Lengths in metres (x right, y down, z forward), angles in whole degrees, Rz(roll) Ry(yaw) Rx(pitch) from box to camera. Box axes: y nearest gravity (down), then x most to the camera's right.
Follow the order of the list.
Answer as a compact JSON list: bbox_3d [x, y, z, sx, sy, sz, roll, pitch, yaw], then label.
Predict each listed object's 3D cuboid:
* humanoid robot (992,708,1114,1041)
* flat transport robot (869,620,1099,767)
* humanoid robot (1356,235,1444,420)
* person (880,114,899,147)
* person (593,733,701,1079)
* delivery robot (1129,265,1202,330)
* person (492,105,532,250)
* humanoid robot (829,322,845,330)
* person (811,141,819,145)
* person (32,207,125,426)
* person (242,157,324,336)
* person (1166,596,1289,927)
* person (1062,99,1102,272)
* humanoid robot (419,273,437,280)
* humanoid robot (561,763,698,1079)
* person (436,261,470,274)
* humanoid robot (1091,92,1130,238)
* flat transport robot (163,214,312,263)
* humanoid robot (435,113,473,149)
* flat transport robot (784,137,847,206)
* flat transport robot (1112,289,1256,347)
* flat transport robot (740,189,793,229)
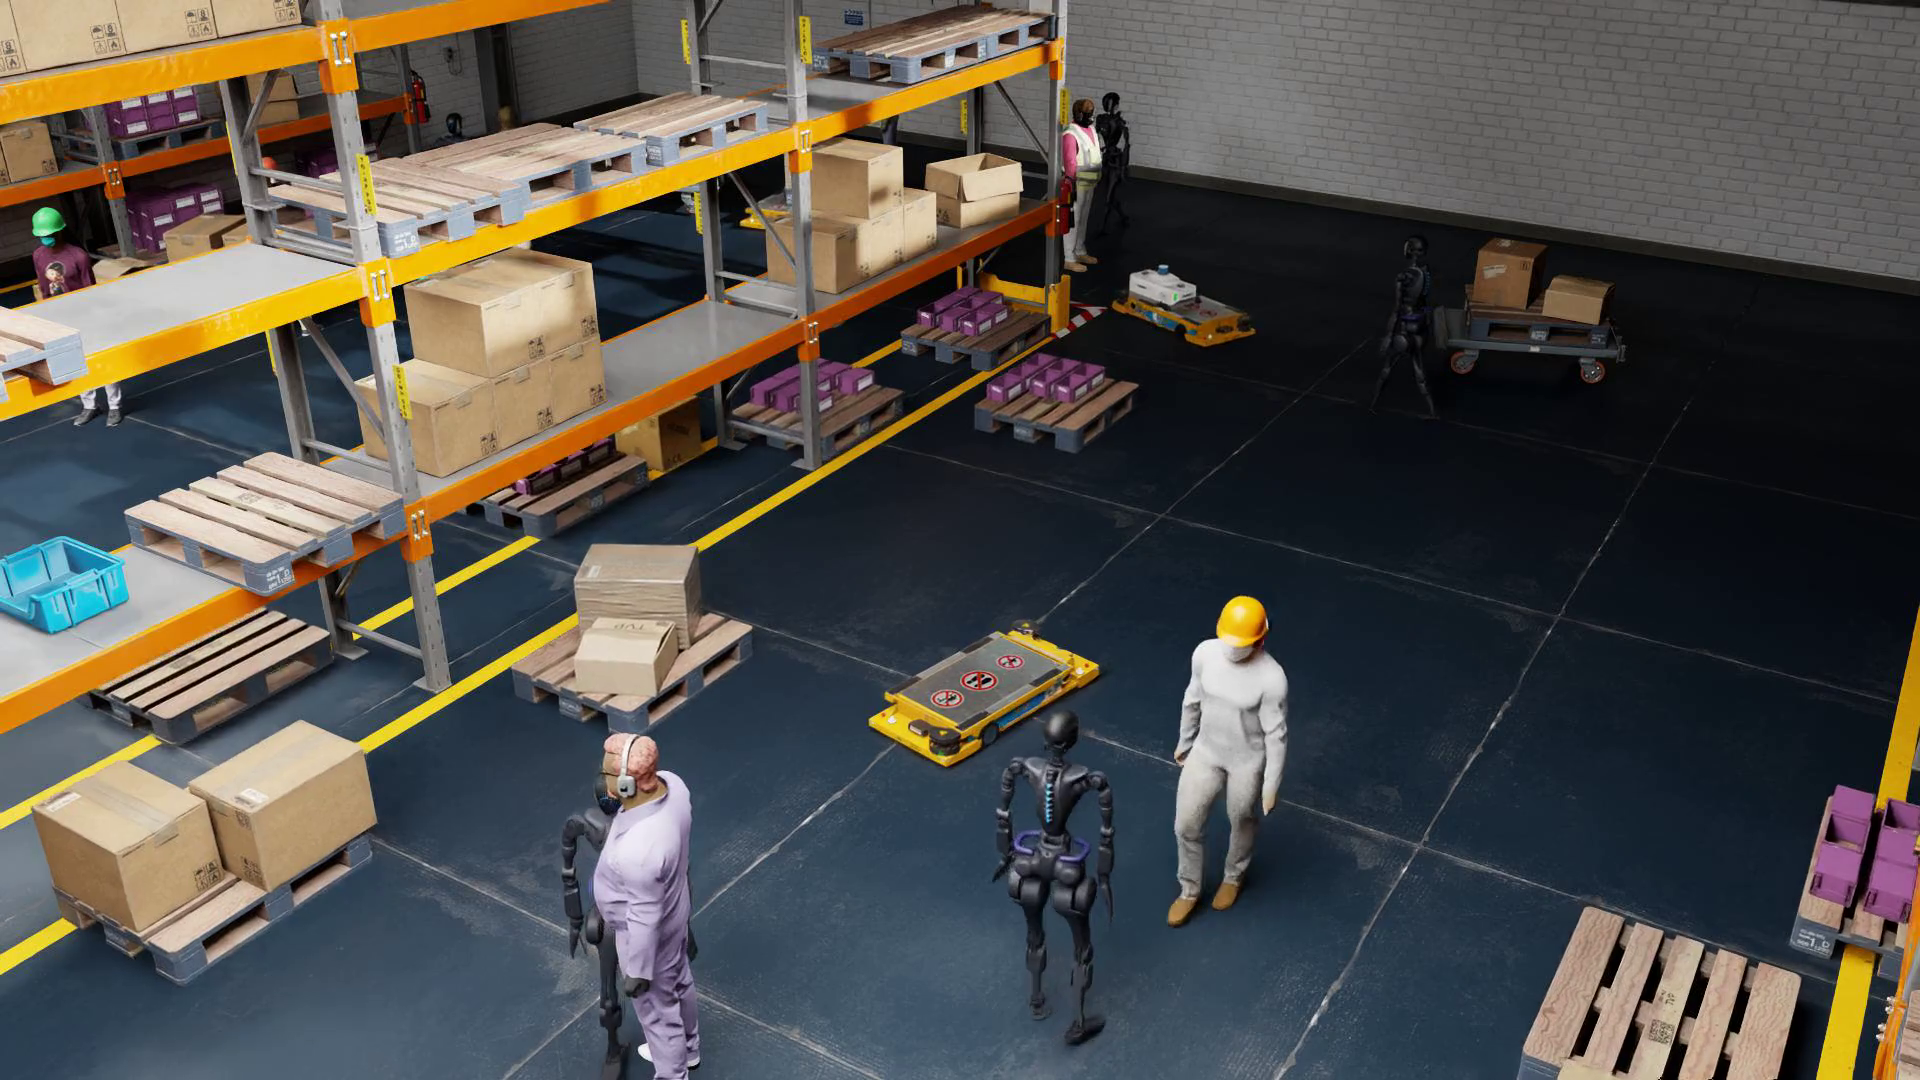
[{"bbox_3d":[0.415,1.529,7.645,0.598,1.641,0.391,8,28,16],"label":"humanoid robot"},{"bbox_3d":[0.169,0.934,10.357,0.659,0.231,1.431,23,35,38],"label":"flat transport robot"},{"bbox_3d":[3.855,-1.809,14.254,0.768,1.630,0.595,23,35,37],"label":"humanoid robot"},{"bbox_3d":[-0.917,-5.335,21.200,0.271,1.632,0.508,5,27,11],"label":"person"},{"bbox_3d":[-1.343,1.651,7.136,0.412,1.906,0.651,1,27,2],"label":"person"},{"bbox_3d":[2.048,-2.452,16.735,0.499,0.614,0.815,-19,33,-33],"label":"delivery robot"},{"bbox_3d":[-4.673,-3.617,17.532,0.647,1.897,0.996,1,27,3],"label":"person"},{"bbox_3d":[-1.087,-3.044,16.601,0.543,1.785,0.918,16,31,28],"label":"humanoid robot"},{"bbox_3d":[-1.514,-3.311,17.137,0.881,1.690,0.574,-13,30,-24],"label":"person"},{"bbox_3d":[-7.479,-1.878,14.067,0.484,1.935,0.450,2,27,4],"label":"person"},{"bbox_3d":[-6.591,-2.844,16.164,0.560,1.747,0.332,4,27,7],"label":"person"},{"bbox_3d":[1.296,1.116,8.229,0.610,1.866,0.719,17,31,30],"label":"person"},{"bbox_3d":[1.322,-3.862,18.071,0.429,1.844,0.626,12,29,23],"label":"person"},{"bbox_3d":[-4.039,-1.737,14.038,0.918,1.791,0.553,-11,29,-21],"label":"humanoid robot"},{"bbox_3d":[-1.463,1.670,7.364,0.583,1.652,0.380,-1,27,-1],"label":"humanoid robot"},{"bbox_3d":[-4.013,-1.389,13.232,0.333,1.818,0.683,19,32,32],"label":"person"},{"bbox_3d":[1.783,-4.376,19.321,0.762,1.637,0.610,-21,34,-35],"label":"humanoid robot"},{"bbox_3d":[-7.241,-2.386,16.899,0.659,0.231,1.431,4,27,8],"label":"flat transport robot"},{"bbox_3d":[-5.483,-3.935,18.427,0.609,1.650,0.560,1,27,1],"label":"humanoid robot"},{"bbox_3d":[-1.518,-4.144,20.364,1.431,0.231,0.659,1,27,2],"label":"flat transport robot"},{"bbox_3d":[2.230,-2.265,16.661,0.659,0.231,1.431,-17,32,-30],"label":"flat transport robot"},{"bbox_3d":[-2.018,-4.011,20.101,0.659,0.231,1.431,11,29,21],"label":"flat transport robot"}]
